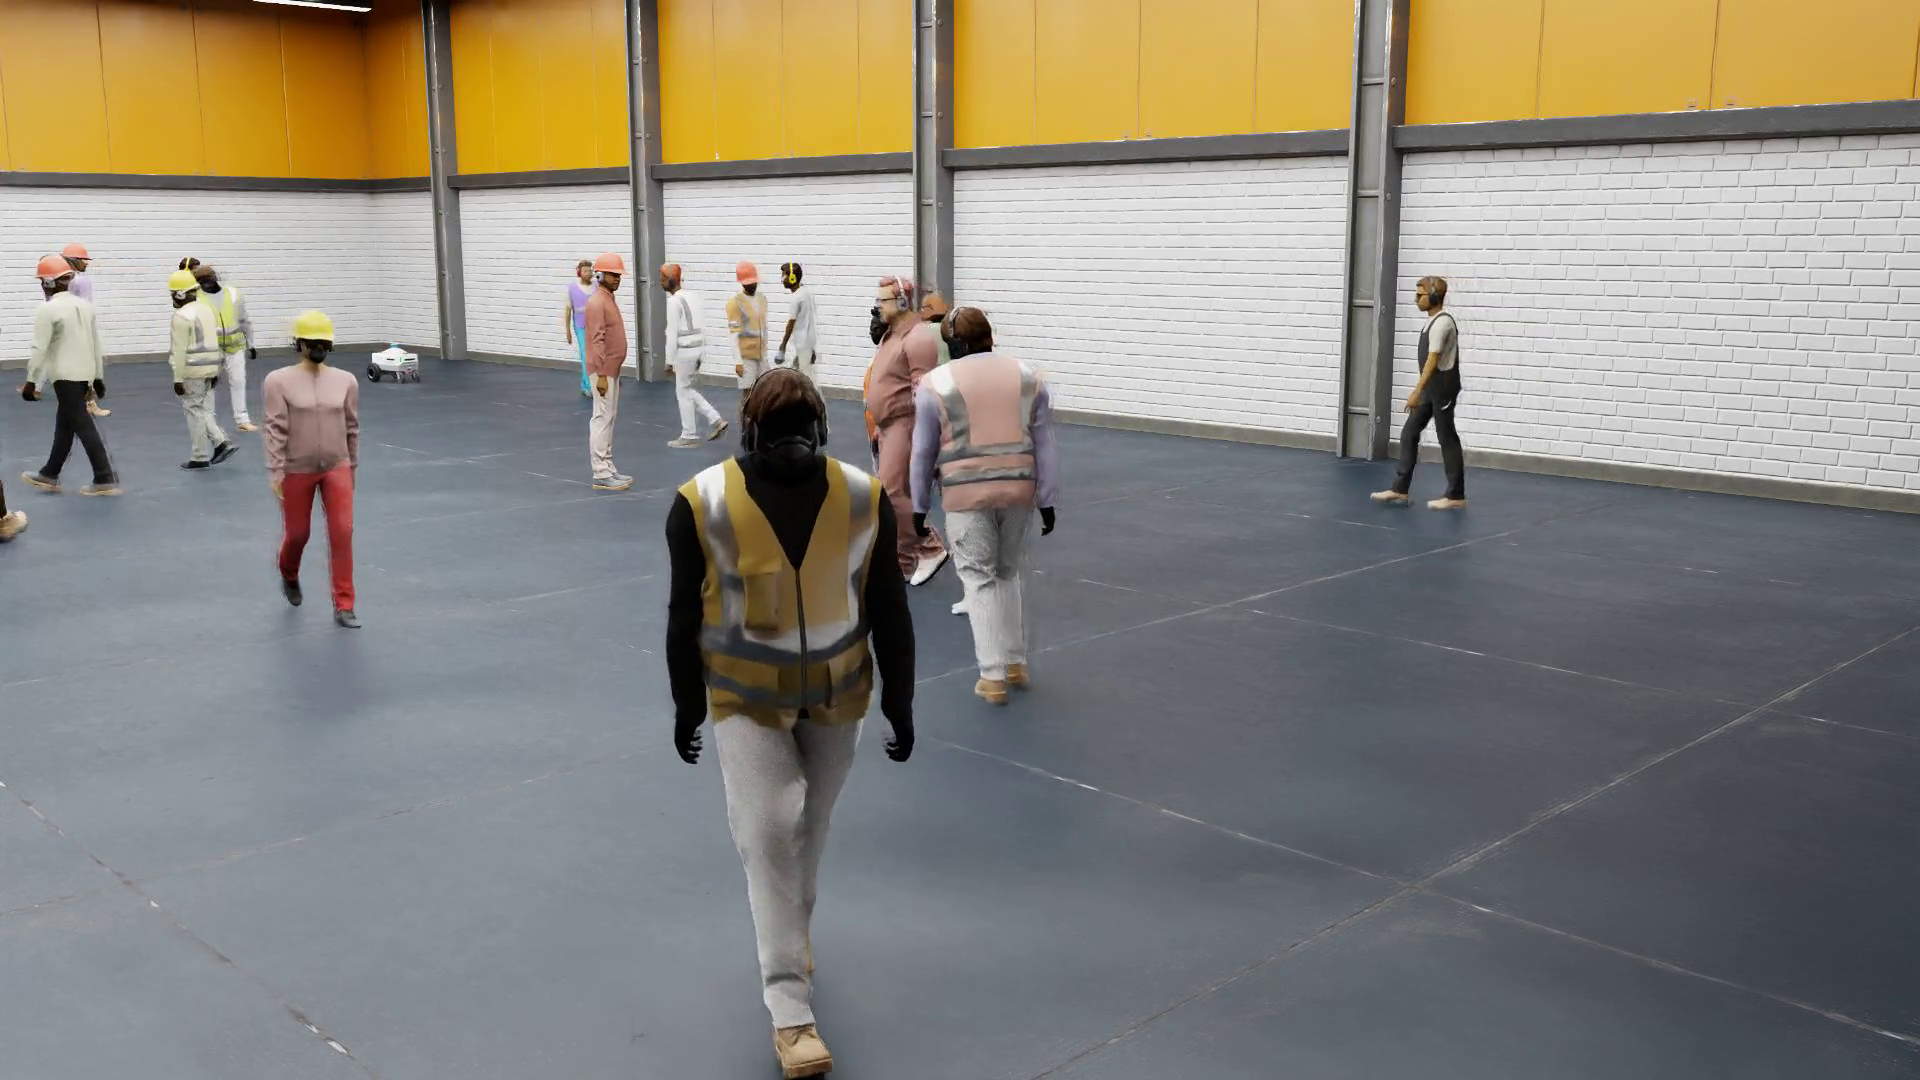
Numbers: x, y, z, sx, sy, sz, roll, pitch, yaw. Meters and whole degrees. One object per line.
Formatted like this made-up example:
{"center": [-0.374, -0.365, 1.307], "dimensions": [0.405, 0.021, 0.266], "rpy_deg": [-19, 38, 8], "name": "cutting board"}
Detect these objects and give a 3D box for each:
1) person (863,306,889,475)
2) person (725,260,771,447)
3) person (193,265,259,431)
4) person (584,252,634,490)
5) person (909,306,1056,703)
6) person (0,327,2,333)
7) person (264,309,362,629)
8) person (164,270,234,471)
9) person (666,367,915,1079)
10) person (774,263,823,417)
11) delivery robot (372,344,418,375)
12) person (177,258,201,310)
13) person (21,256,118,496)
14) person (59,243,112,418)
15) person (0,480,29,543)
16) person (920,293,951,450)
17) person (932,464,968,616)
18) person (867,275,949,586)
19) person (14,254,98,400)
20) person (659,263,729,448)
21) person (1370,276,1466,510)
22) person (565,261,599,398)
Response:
{"center": [-0.463, -0.673, 10.755], "dimensions": [0.319, 1.696, 0.532], "rpy_deg": [-5, 11, -23], "name": "person"}
{"center": [-2.075, -1.859, 16.699], "dimensions": [0.451, 1.886, 0.648], "rpy_deg": [7, 12, 33], "name": "person"}
{"center": [-7.995, -2.050, 17.978], "dimensions": [0.702, 1.814, 0.432], "rpy_deg": [-7, 13, -35], "name": "person"}
{"center": [-2.970, -1.427, 14.058], "dimensions": [0.392, 1.991, 0.612], "rpy_deg": [0, 10, -1], "name": "person"}
{"center": [0.107, -0.169, 7.710], "dimensions": [0.644, 1.802, 0.630], "rpy_deg": [-4, 11, -19], "name": "person"}
{"center": [-13.047, -2.840, 22.000], "dimensions": [0.730, 1.910, 0.620], "rpy_deg": [1, 10, 7], "name": "person"}
{"center": [-3.573, -0.406, 9.176], "dimensions": [0.527, 1.742, 0.725], "rpy_deg": [-8, 13, -37], "name": "person"}
{"center": [-6.939, -1.524, 15.057], "dimensions": [0.416, 1.818, 0.618], "rpy_deg": [0, 10, 3], "name": "person"}
{"center": [-0.442, 0.431, 4.479], "dimensions": [0.646, 1.793, 0.954], "rpy_deg": [-3, 11, -18], "name": "person"}
{"center": [-1.804, -2.034, 17.790], "dimensions": [0.788, 1.833, 0.506], "rpy_deg": [0, 10, 1], "name": "person"}
{"center": [-8.222, -2.614, 24.196], "dimensions": [0.707, 0.478, 0.477], "rpy_deg": [7, 13, 34], "name": "delivery robot"}
{"center": [-9.100, -2.401, 19.717], "dimensions": [0.310, 1.864, 0.534], "rpy_deg": [-5, 11, -24], "name": "person"}
{"center": [-7.396, -1.328, 13.603], "dimensions": [0.977, 1.947, 0.632], "rpy_deg": [1, 10, 6], "name": "person"}
{"center": [-10.314, -2.447, 19.489], "dimensions": [0.610, 2.040, 0.394], "rpy_deg": [5, 12, 27], "name": "person"}
{"center": [-6.701, -0.899, 11.156], "dimensions": [0.634, 1.992, 1.014], "rpy_deg": [-1, 10, -5], "name": "person"}
{"center": [-0.234, -1.374, 14.798], "dimensions": [0.438, 1.618, 0.502], "rpy_deg": [6, 12, 29], "name": "person"}
{"center": [0.022, -0.384, 9.373], "dimensions": [0.453, 1.624, 0.527], "rpy_deg": [-3, 11, -17], "name": "person"}
{"center": [-0.376, -0.644, 10.061], "dimensions": [0.423, 1.889, 0.658], "rpy_deg": [-3, 11, -16], "name": "person"}
{"center": [-11.744, -2.750, 21.568], "dimensions": [1.011, 1.885, 0.644], "rpy_deg": [-7, 12, -32], "name": "person"}
{"center": [-2.710, -1.836, 16.643], "dimensions": [0.538, 1.862, 0.596], "rpy_deg": [1, 10, 5], "name": "person"}
{"center": [3.571, -1.129, 12.910], "dimensions": [0.838, 1.811, 0.516], "rpy_deg": [1, 10, 3], "name": "person"}
{"center": [-4.815, -2.726, 21.683], "dimensions": [0.575, 1.795, 0.973], "rpy_deg": [-8, 13, -37], "name": "person"}
